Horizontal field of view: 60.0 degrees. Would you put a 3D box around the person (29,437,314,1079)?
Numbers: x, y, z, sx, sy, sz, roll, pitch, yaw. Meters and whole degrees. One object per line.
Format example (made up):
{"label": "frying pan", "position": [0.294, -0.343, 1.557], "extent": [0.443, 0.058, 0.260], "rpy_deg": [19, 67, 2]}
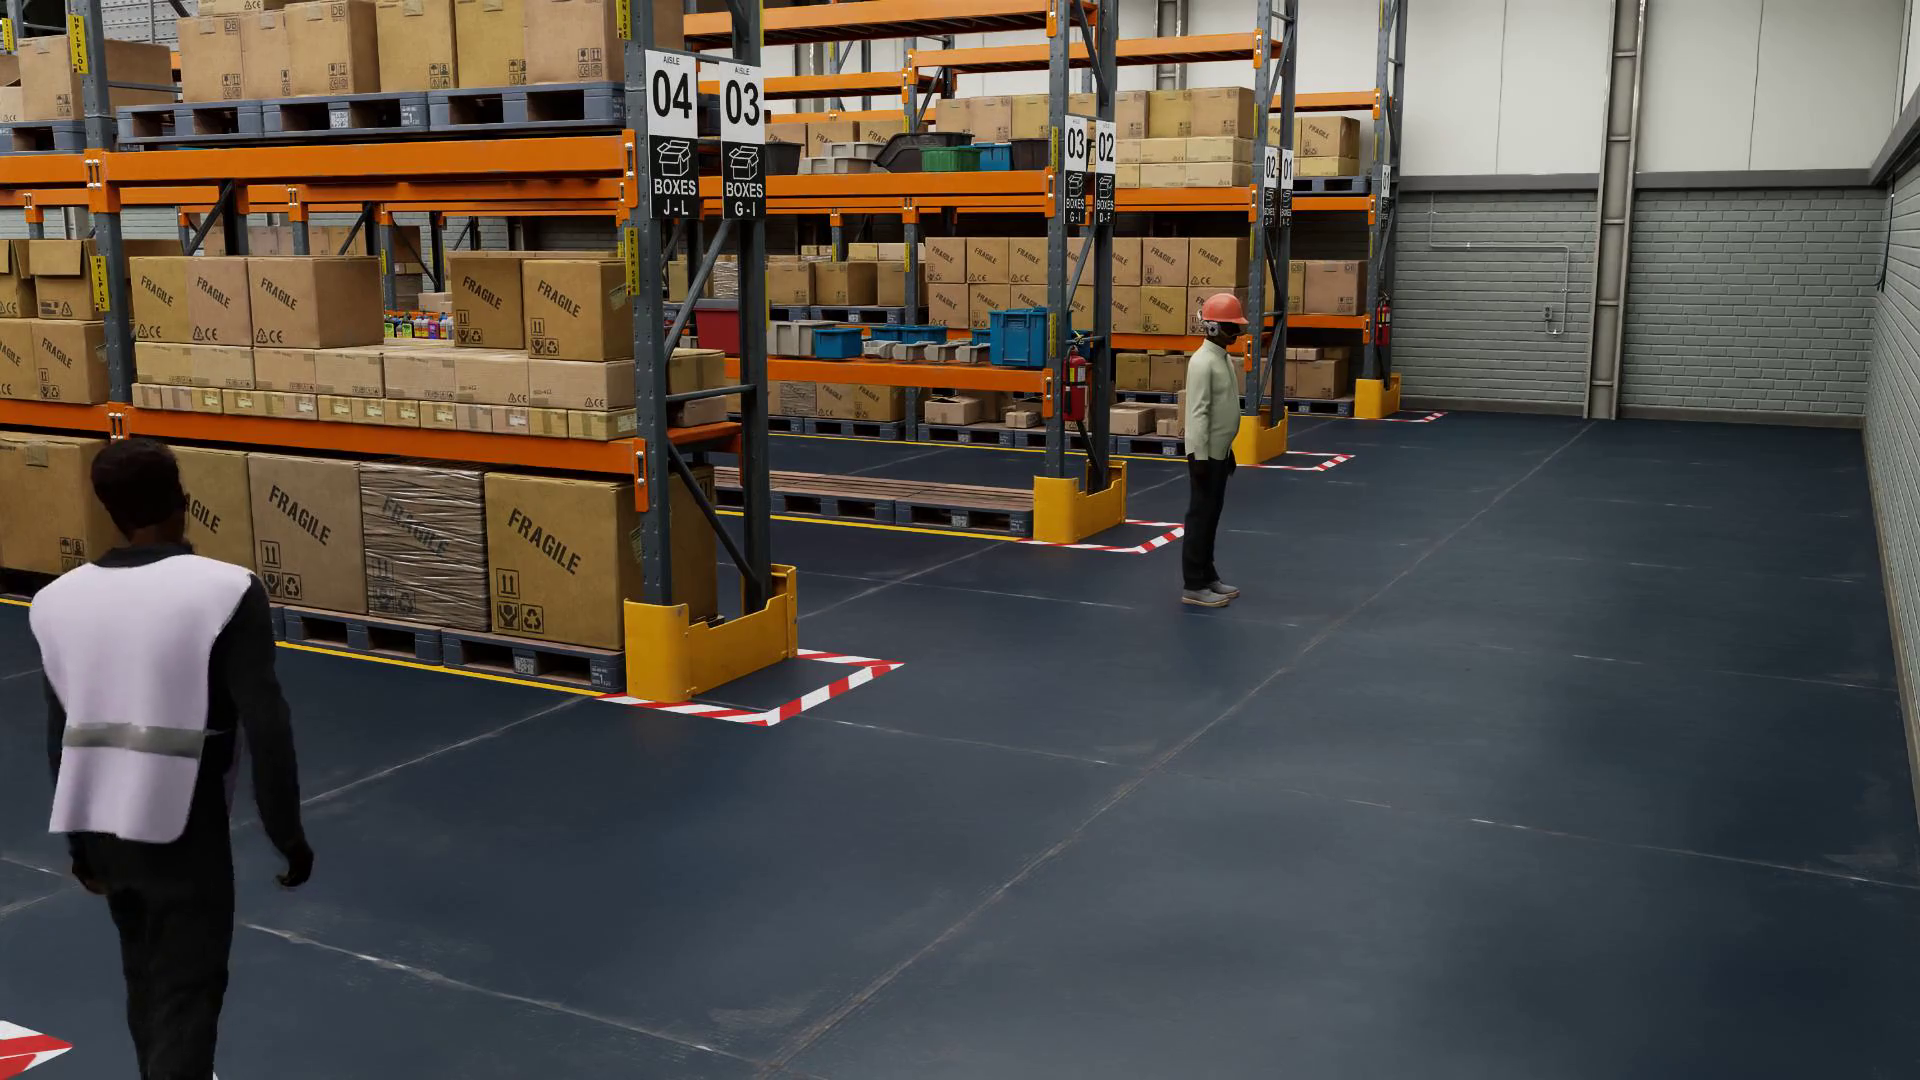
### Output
{"label": "person", "position": [-1.886, 0.696, 4.006], "extent": [0.643, 1.871, 0.726], "rpy_deg": [2, 11, 13]}

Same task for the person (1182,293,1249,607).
{"label": "person", "position": [1.624, -0.572, 10.614], "extent": [0.402, 1.987, 0.609], "rpy_deg": [4, 11, 22]}
